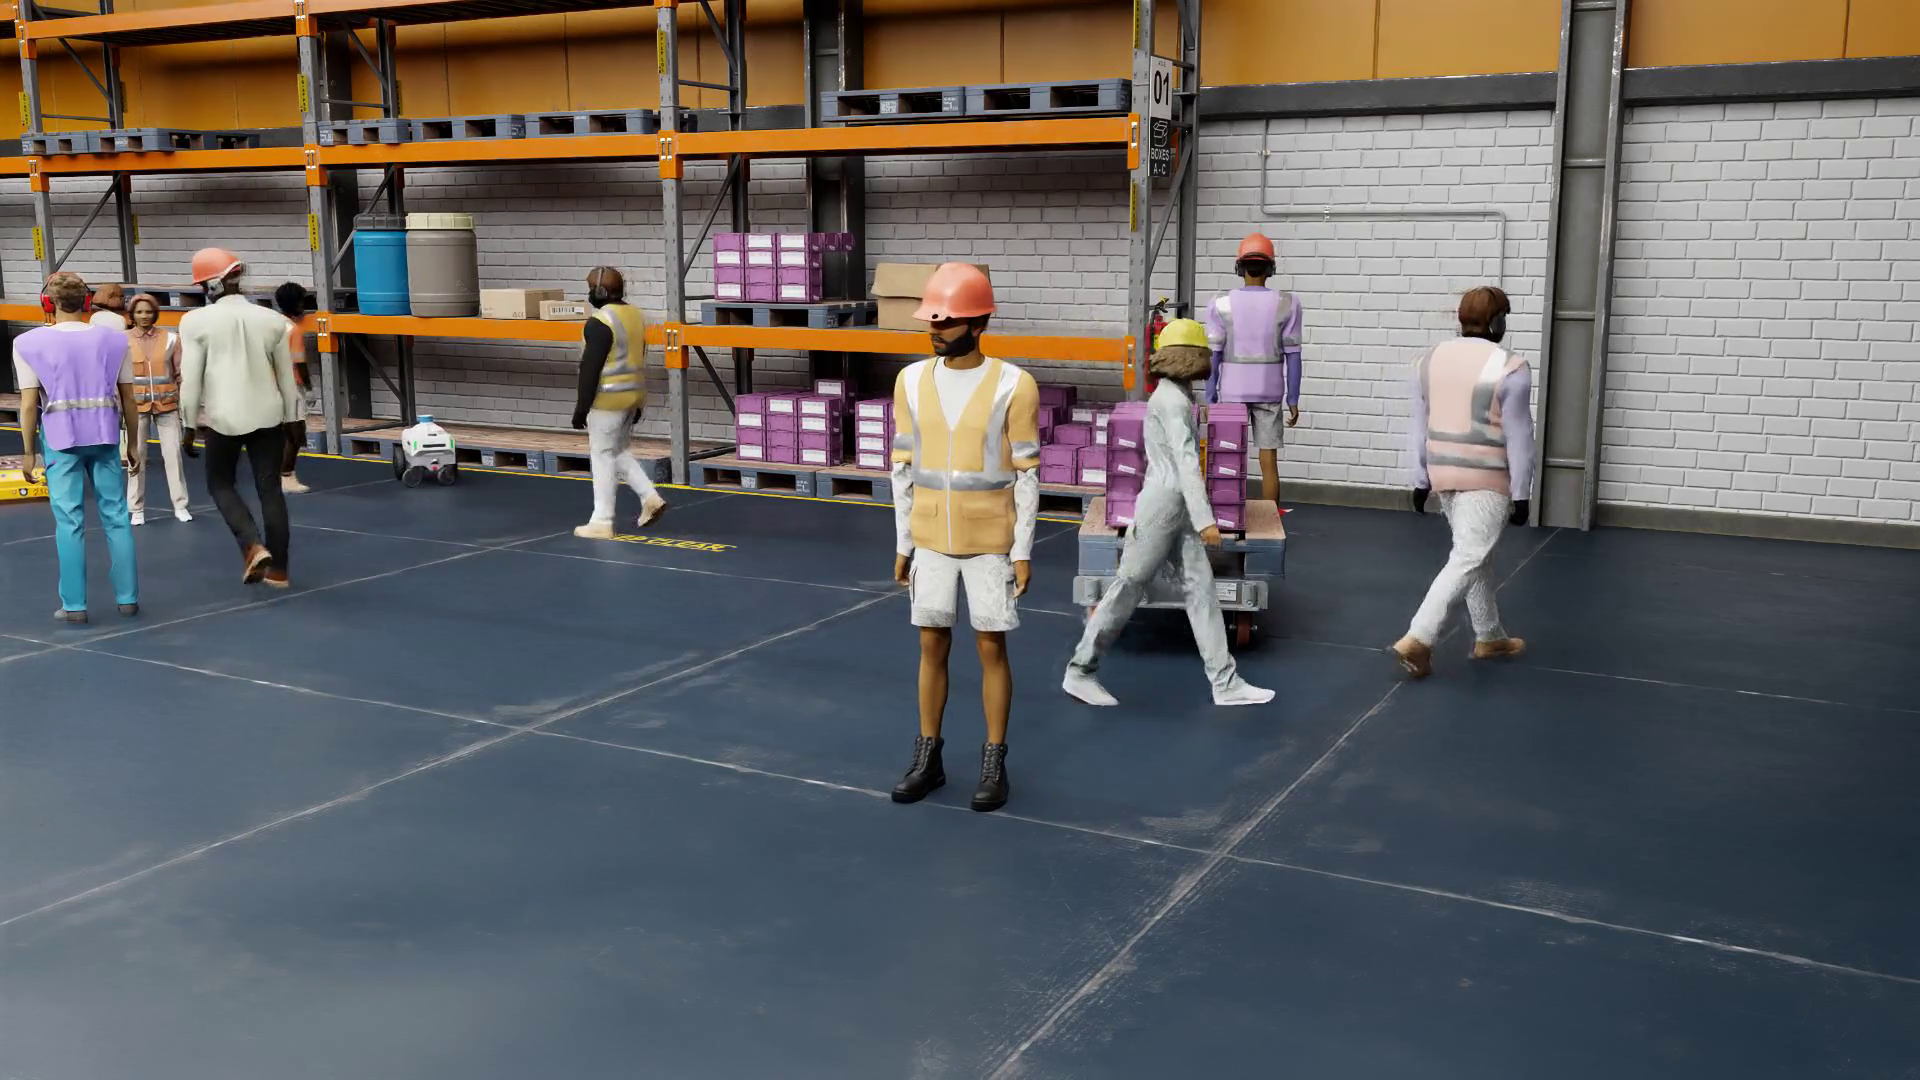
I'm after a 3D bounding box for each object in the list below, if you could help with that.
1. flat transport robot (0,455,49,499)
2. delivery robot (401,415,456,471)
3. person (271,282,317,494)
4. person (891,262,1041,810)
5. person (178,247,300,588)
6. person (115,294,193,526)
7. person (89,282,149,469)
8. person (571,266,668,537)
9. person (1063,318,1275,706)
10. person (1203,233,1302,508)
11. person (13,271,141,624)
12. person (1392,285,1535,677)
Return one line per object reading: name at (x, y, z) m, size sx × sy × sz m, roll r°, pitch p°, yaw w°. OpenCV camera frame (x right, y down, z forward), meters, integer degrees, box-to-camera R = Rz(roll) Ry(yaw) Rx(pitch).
flat transport robot at (-7.548, -0.513, 13.241) m, size 0.652 × 0.197 × 1.431 m, roll -7°, pitch 13°, yaw -34°
delivery robot at (-4.386, -0.788, 13.710) m, size 0.477 × 0.478 × 0.707 m, roll -5°, pitch 11°, yaw -25°
person at (-5.366, -1.207, 13.236) m, size 0.600 × 1.669 × 0.316 m, roll 9°, pitch 14°, yaw 40°
person at (0.008, -0.002, 5.875) m, size 0.547 × 1.934 × 0.376 m, roll 4°, pitch 11°, yaw 20°
person at (-4.107, -0.678, 9.497) m, size 0.689 × 1.963 × 0.459 m, roll -9°, pitch 14°, yaw -42°
person at (-5.702, -0.916, 11.732) m, size 0.510 × 1.630 × 0.317 m, roll -6°, pitch 12°, yaw -30°
person at (-7.416, -1.442, 14.594) m, size 0.507 × 1.630 × 0.268 m, roll 7°, pitch 12°, yaw 32°
person at (-2.339, -0.916, 11.176) m, size 0.536 × 1.830 × 0.653 m, roll 2°, pitch 11°, yaw 13°
person at (0.879, -0.105, 7.153) m, size 0.923 × 1.678 × 0.506 m, roll 2°, pitch 11°, yaw 11°
person at (1.875, -0.931, 10.696) m, size 0.620 × 2.041 × 0.402 m, roll 2°, pitch 10°, yaw 9°
person at (-4.605, -0.477, 8.728) m, size 0.574 × 1.841 × 0.375 m, roll -9°, pitch 14°, yaw -42°
person at (2.356, -0.273, 7.728) m, size 0.923 × 1.810 × 0.630 m, roll -6°, pitch 12°, yaw -29°
